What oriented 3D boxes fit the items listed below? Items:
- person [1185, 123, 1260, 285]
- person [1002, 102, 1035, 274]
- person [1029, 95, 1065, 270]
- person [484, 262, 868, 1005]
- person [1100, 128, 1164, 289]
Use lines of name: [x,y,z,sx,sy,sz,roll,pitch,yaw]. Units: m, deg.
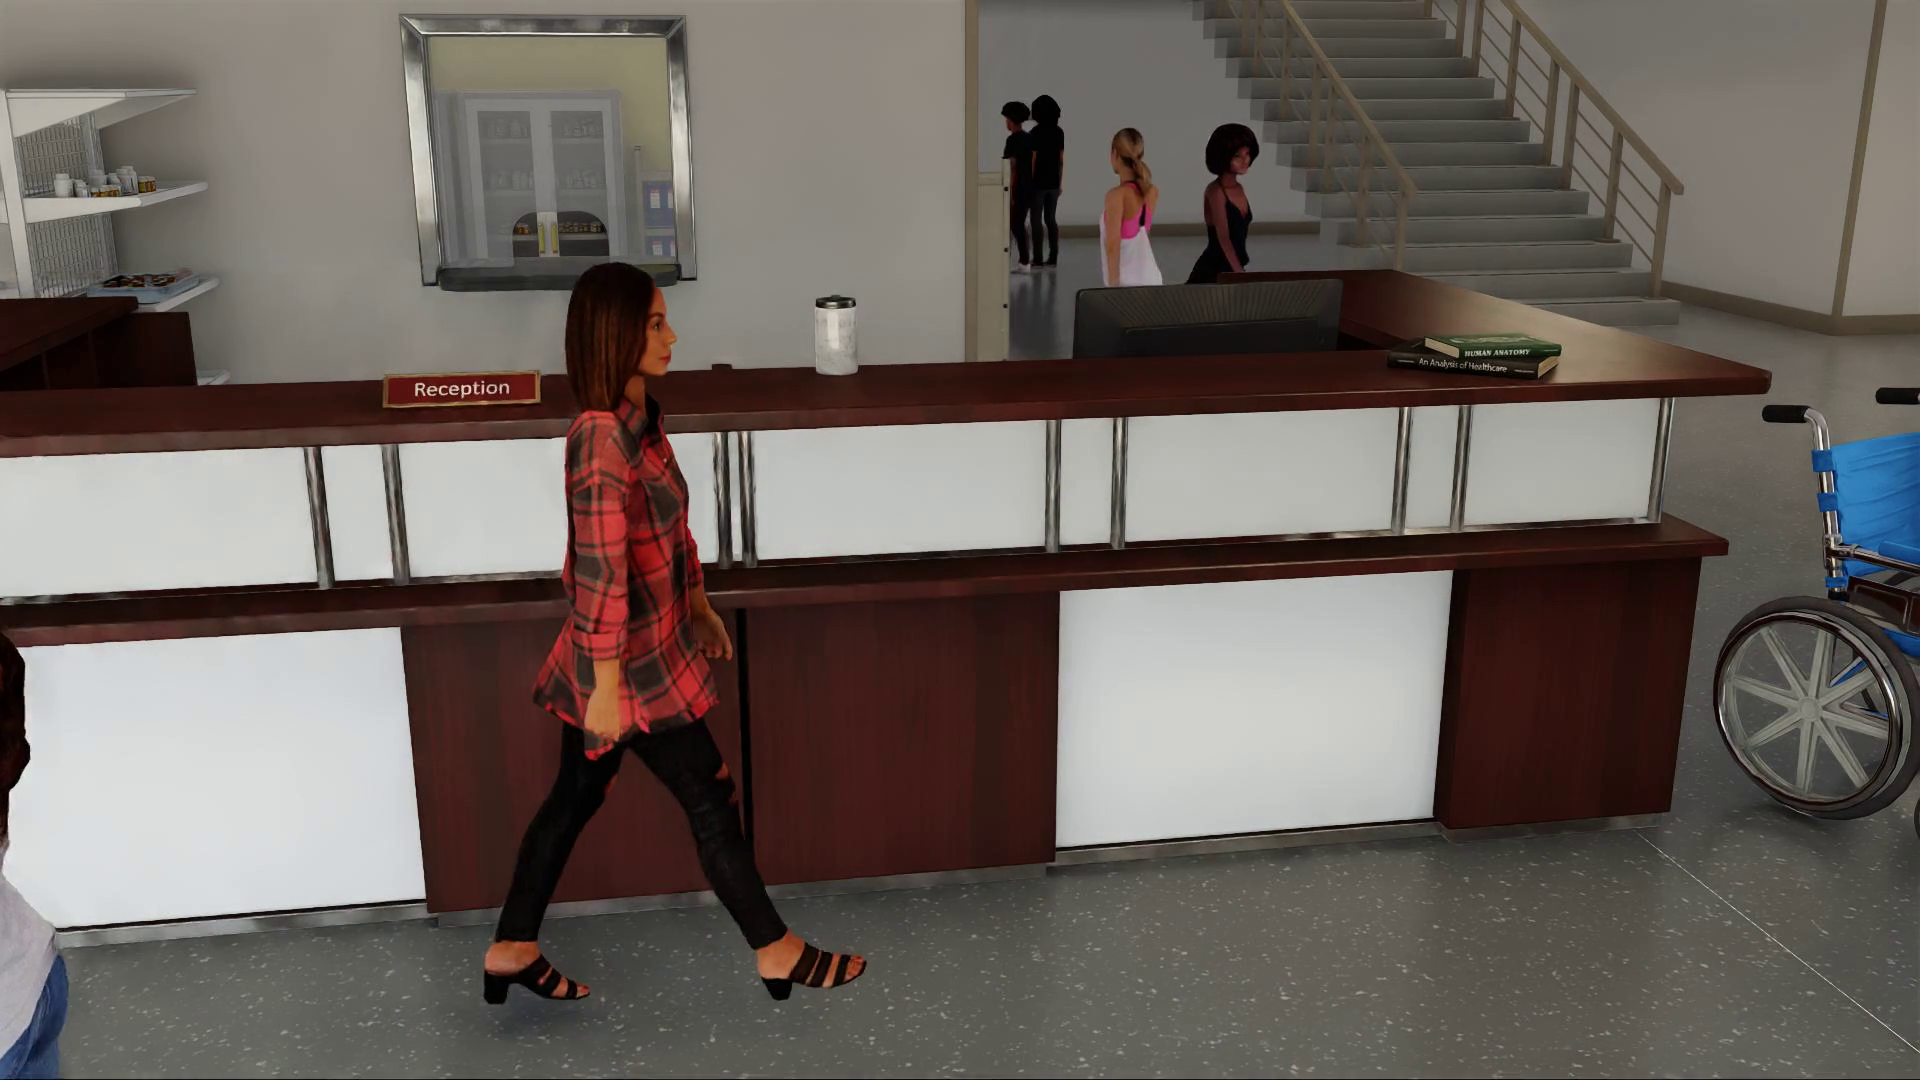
person: [1.416,-1.467,9.604,1.136,1.744,1.009,12,20,36]
person: [0.649,-3.645,17.296,0.856,1.762,0.789,7,17,23]
person: [0.912,-3.848,17.871,0.707,1.827,0.693,-12,19,-36]
person: [-0.788,0.283,3.557,0.727,1.655,1.025,-2,16,-5]
person: [1.008,-1.271,8.935,0.993,1.728,1.218,-15,21,-42]
